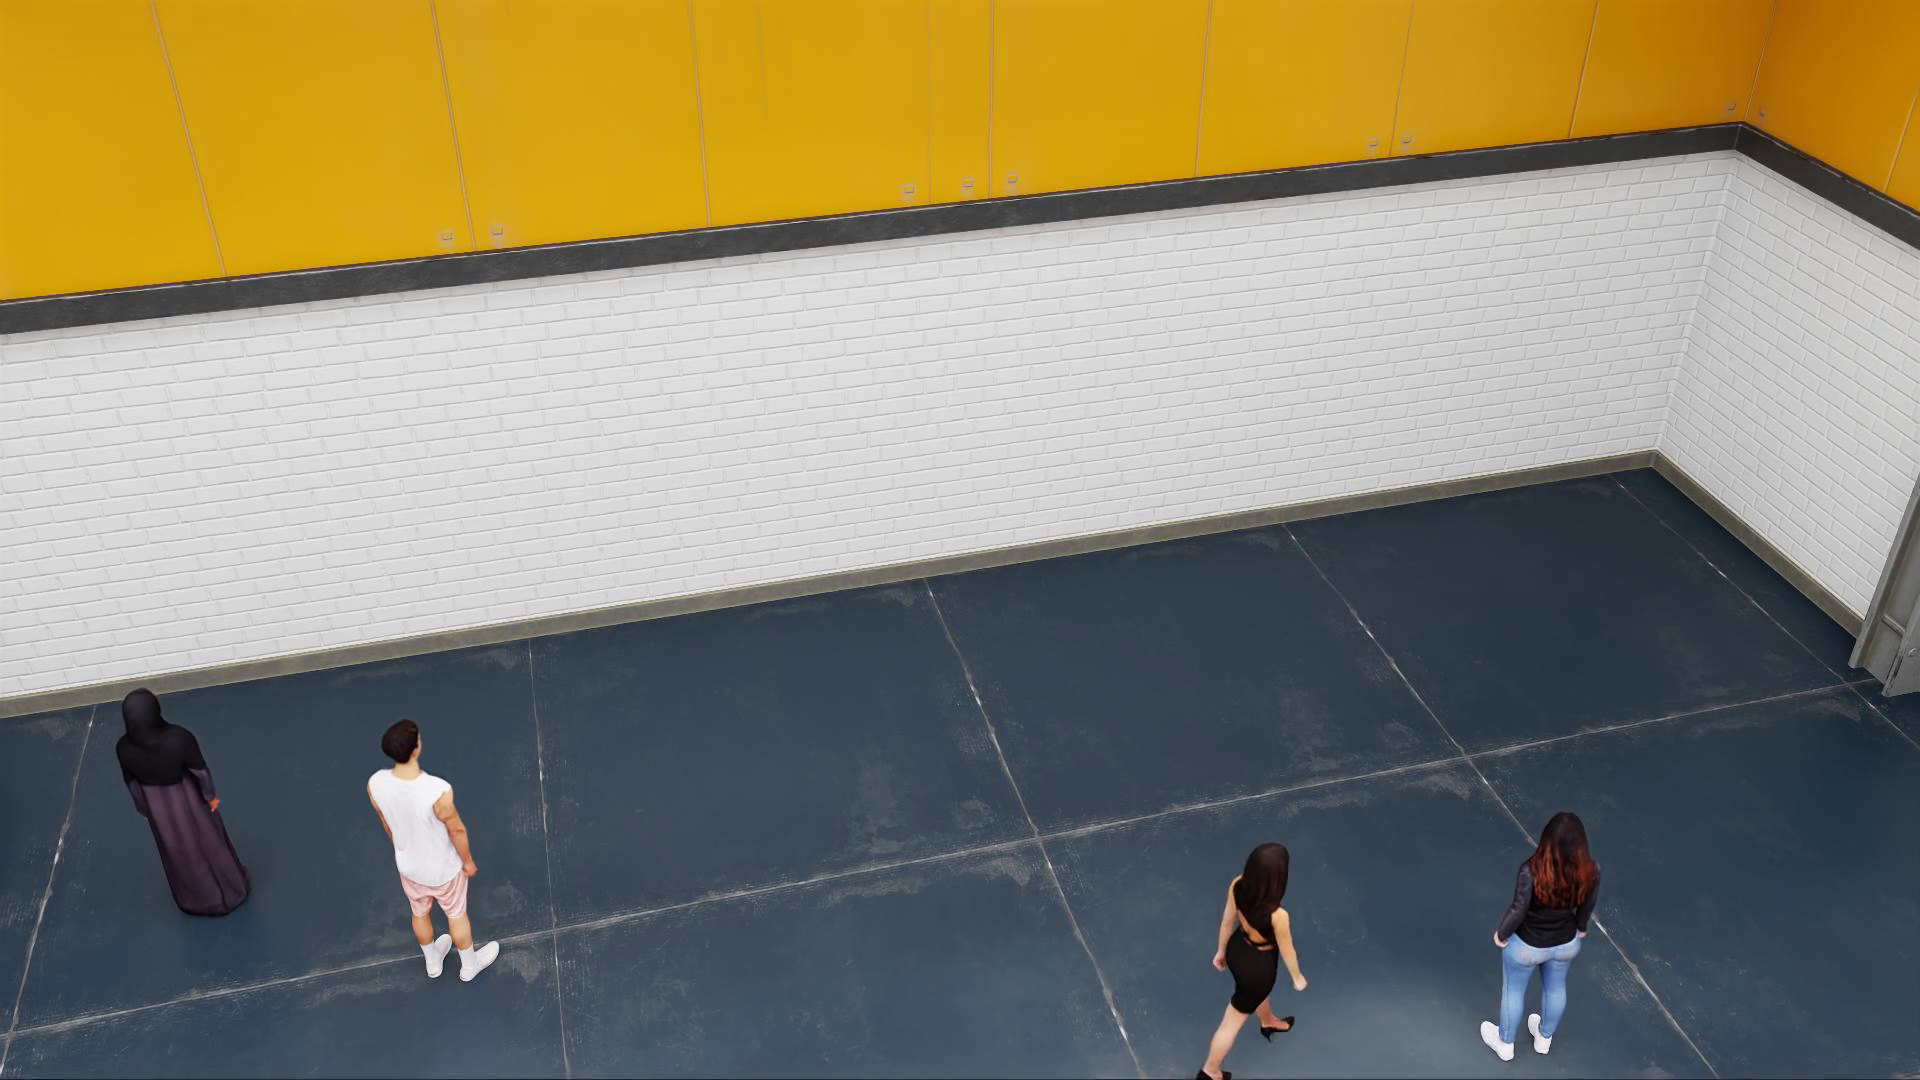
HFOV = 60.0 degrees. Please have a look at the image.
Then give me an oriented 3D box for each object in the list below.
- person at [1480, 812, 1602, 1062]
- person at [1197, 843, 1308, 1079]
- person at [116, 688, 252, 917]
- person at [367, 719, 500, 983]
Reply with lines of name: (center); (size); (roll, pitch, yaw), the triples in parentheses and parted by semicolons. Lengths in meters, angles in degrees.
person: (3.051, 2.077, 8.714); (0.666, 1.632, 0.590); (-5, 34, -7)
person: (1.417, 2.235, 8.488); (0.763, 1.618, 0.926); (-16, 37, -23)
person: (-4.522, 1.506, 9.589); (0.625, 1.614, 0.609); (-5, 34, -7)
person: (-2.917, 1.725, 9.101); (0.726, 1.789, 0.729); (7, 34, 10)
